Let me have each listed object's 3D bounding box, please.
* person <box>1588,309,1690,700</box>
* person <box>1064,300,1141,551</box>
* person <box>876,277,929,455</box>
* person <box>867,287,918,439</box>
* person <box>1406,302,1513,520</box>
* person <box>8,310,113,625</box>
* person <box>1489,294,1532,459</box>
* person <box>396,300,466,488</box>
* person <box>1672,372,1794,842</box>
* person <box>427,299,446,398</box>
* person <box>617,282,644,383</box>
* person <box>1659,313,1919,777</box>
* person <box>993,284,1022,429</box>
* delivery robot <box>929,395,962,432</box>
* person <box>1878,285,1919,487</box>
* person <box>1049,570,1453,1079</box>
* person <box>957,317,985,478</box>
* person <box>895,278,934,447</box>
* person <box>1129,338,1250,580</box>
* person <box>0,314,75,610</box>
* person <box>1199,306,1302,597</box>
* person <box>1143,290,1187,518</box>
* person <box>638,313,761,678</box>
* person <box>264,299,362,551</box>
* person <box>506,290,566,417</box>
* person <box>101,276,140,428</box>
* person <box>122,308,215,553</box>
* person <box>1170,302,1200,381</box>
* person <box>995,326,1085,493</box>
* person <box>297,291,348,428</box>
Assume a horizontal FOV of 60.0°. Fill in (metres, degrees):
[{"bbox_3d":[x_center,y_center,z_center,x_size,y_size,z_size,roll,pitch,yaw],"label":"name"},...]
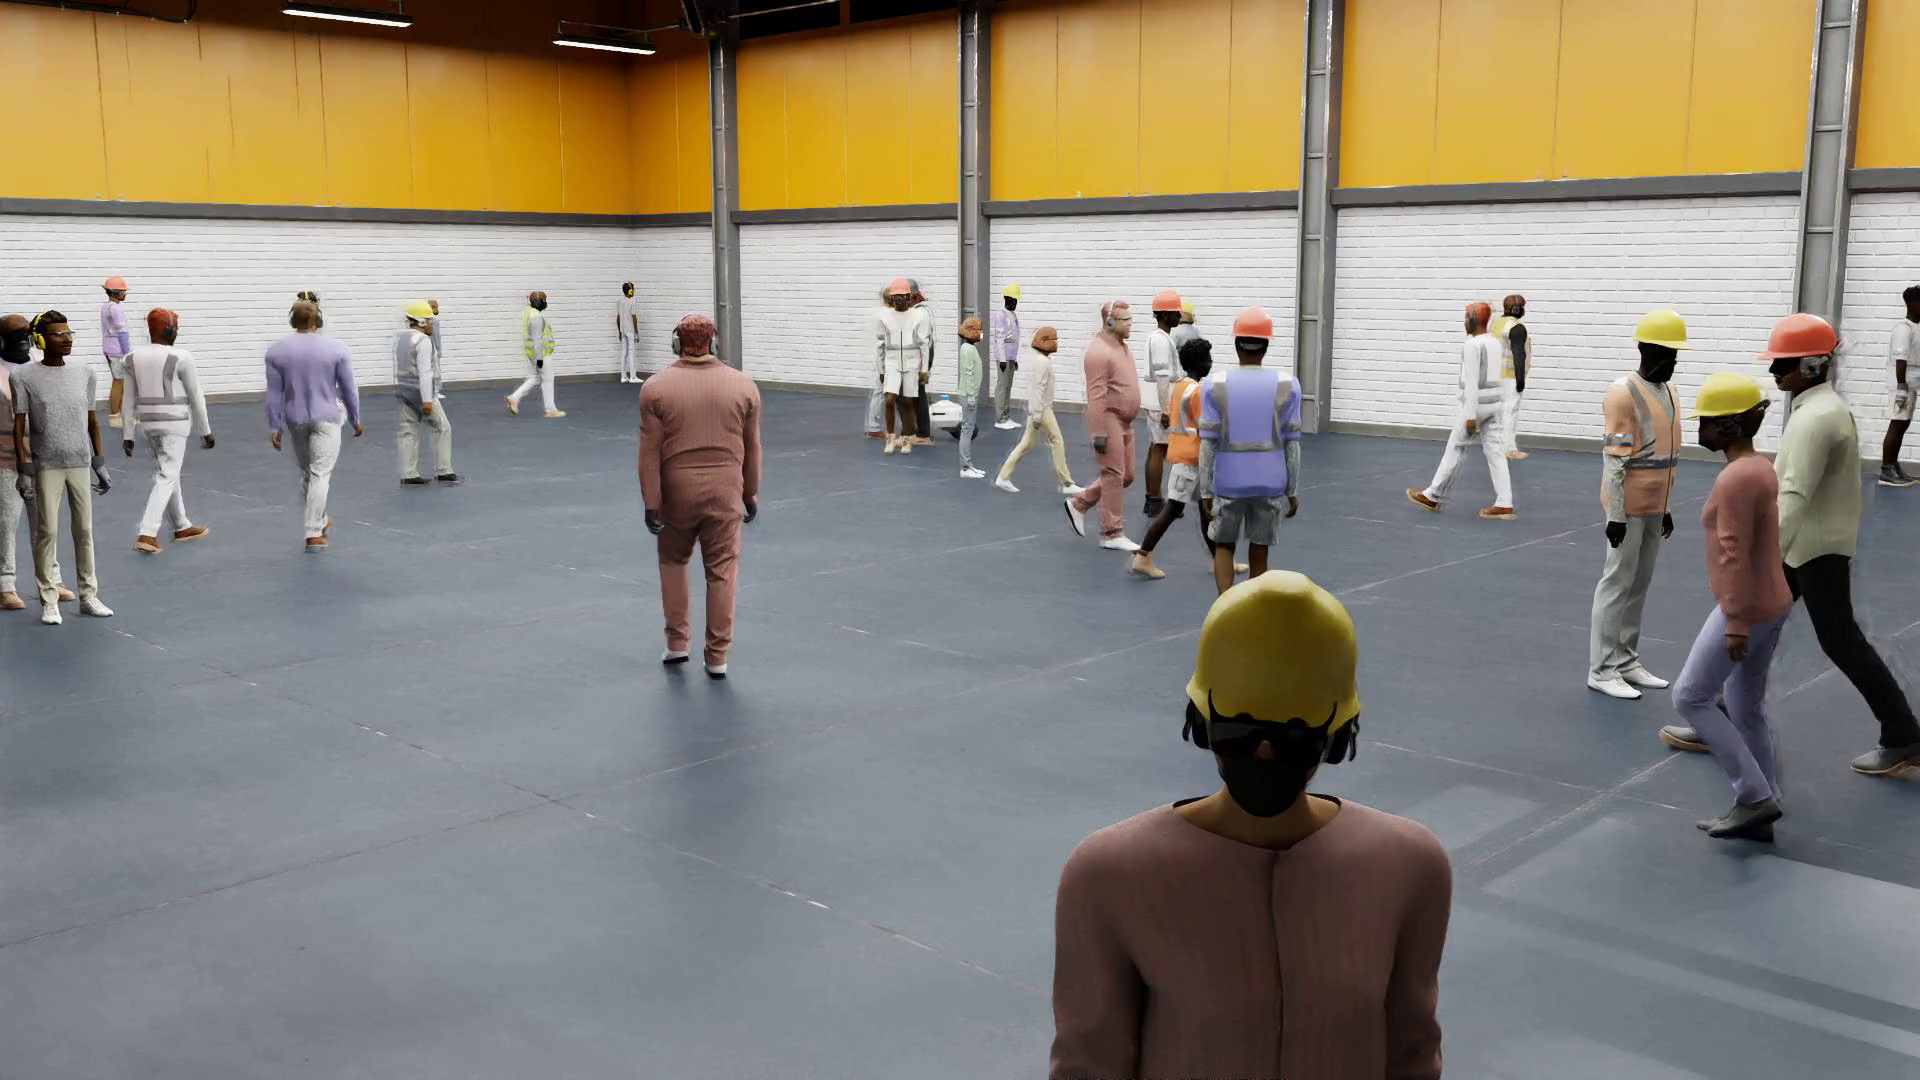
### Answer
[{"bbox_3d":[3.396,-0.180,8.270,0.592,1.923,0.381,-9,13,-42],"label":"person"},{"bbox_3d":[1.092,-0.865,12.579,0.625,1.891,0.653,4,10,25],"label":"person"},{"bbox_3d":[-0.653,-1.951,18.848,0.613,2.019,0.711,0,9,1],"label":"person"},{"bbox_3d":[-0.756,-2.190,20.645,0.903,1.903,0.665,-1,9,-8],"label":"person"},{"bbox_3d":[4.359,-1.109,14.234,0.607,1.830,0.986,-9,13,-43],"label":"person"},{"bbox_3d":[-5.394,-0.438,10.001,0.317,1.876,0.531,8,12,40],"label":"person"},{"bbox_3d":[6.175,-1.833,18.662,0.429,1.840,0.631,-2,9,-10],"label":"person"},{"bbox_3d":[-5.143,-1.416,16.184,0.704,1.807,0.627,-8,12,-42],"label":"person"},{"bbox_3d":[2.832,0.264,6.093,0.439,1.741,0.589,7,11,35],"label":"person"},{"bbox_3d":[-8.657,-3.112,27.164,0.516,1.620,0.410,8,12,41],"label":"person"},{"bbox_3d":[-6.183,-3.866,31.039,0.519,1.873,0.335,7,12,37],"label":"person"},{"bbox_3d":[3.604,0.026,6.981,1.037,1.949,0.628,4,10,24],"label":"person"},{"bbox_3d":[0.644,-2.439,22.132,0.383,1.921,0.585,3,10,20],"label":"person"},{"bbox_3d":[-0.187,-1.543,20.527,0.707,0.478,0.477,-2,9,-13],"label":"delivery robot"},{"bbox_3d":[9.285,-1.513,16.314,0.361,1.963,0.612,7,12,37],"label":"person"},{"bbox_3d":[0.374,0.902,2.127,0.530,1.765,0.326,-2,9,-9],"label":"person"},{"bbox_3d":[0.116,-1.453,16.966,0.289,1.633,0.499,1,9,4],"label":"person"},{"bbox_3d":[-0.629,-2.120,19.808,0.676,2.000,0.711,-2,9,-9],"label":"person"},{"bbox_3d":[1.559,-0.548,11.341,0.861,1.658,0.534,-1,9,-3],"label":"person"},{"bbox_3d":[-5.888,-0.495,10.456,0.429,1.841,0.633,6,11,33],"label":"person"},{"bbox_3d":[1.572,-0.305,9.042,0.552,1.921,0.474,1,9,9],"label":"person"},{"bbox_3d":[1.745,-1.158,14.223,0.360,1.939,0.543,0,9,0],"label":"person"},{"bbox_3d":[-1.368,-0.241,8.740,0.661,1.886,0.643,-3,10,-16],"label":"person"},{"bbox_3d":[-4.933,-0.890,12.746,0.629,1.889,0.968,0,9,1],"label":"person"},{"bbox_3d":[-6.062,-2.639,23.673,0.751,1.817,0.633,-4,10,-24],"label":"person"},{"bbox_3d":[-11.222,-2.506,22.219,0.410,2.044,0.612,-7,12,-38],"label":"person"},{"bbox_3d":[-6.024,-0.831,12.581,0.574,1.846,0.983,2,10,15],"label":"person"},{"bbox_3d":[2.690,-2.032,20.240,0.389,1.721,0.522,8,12,40],"label":"person"},{"bbox_3d":[0.748,-1.222,15.693,0.877,1.588,0.510,0,9,-3],"label":"person"},{"bbox_3d":[-8.226,-2.281,21.410,0.593,1.846,0.513,-4,10,-21],"label":"person"}]
